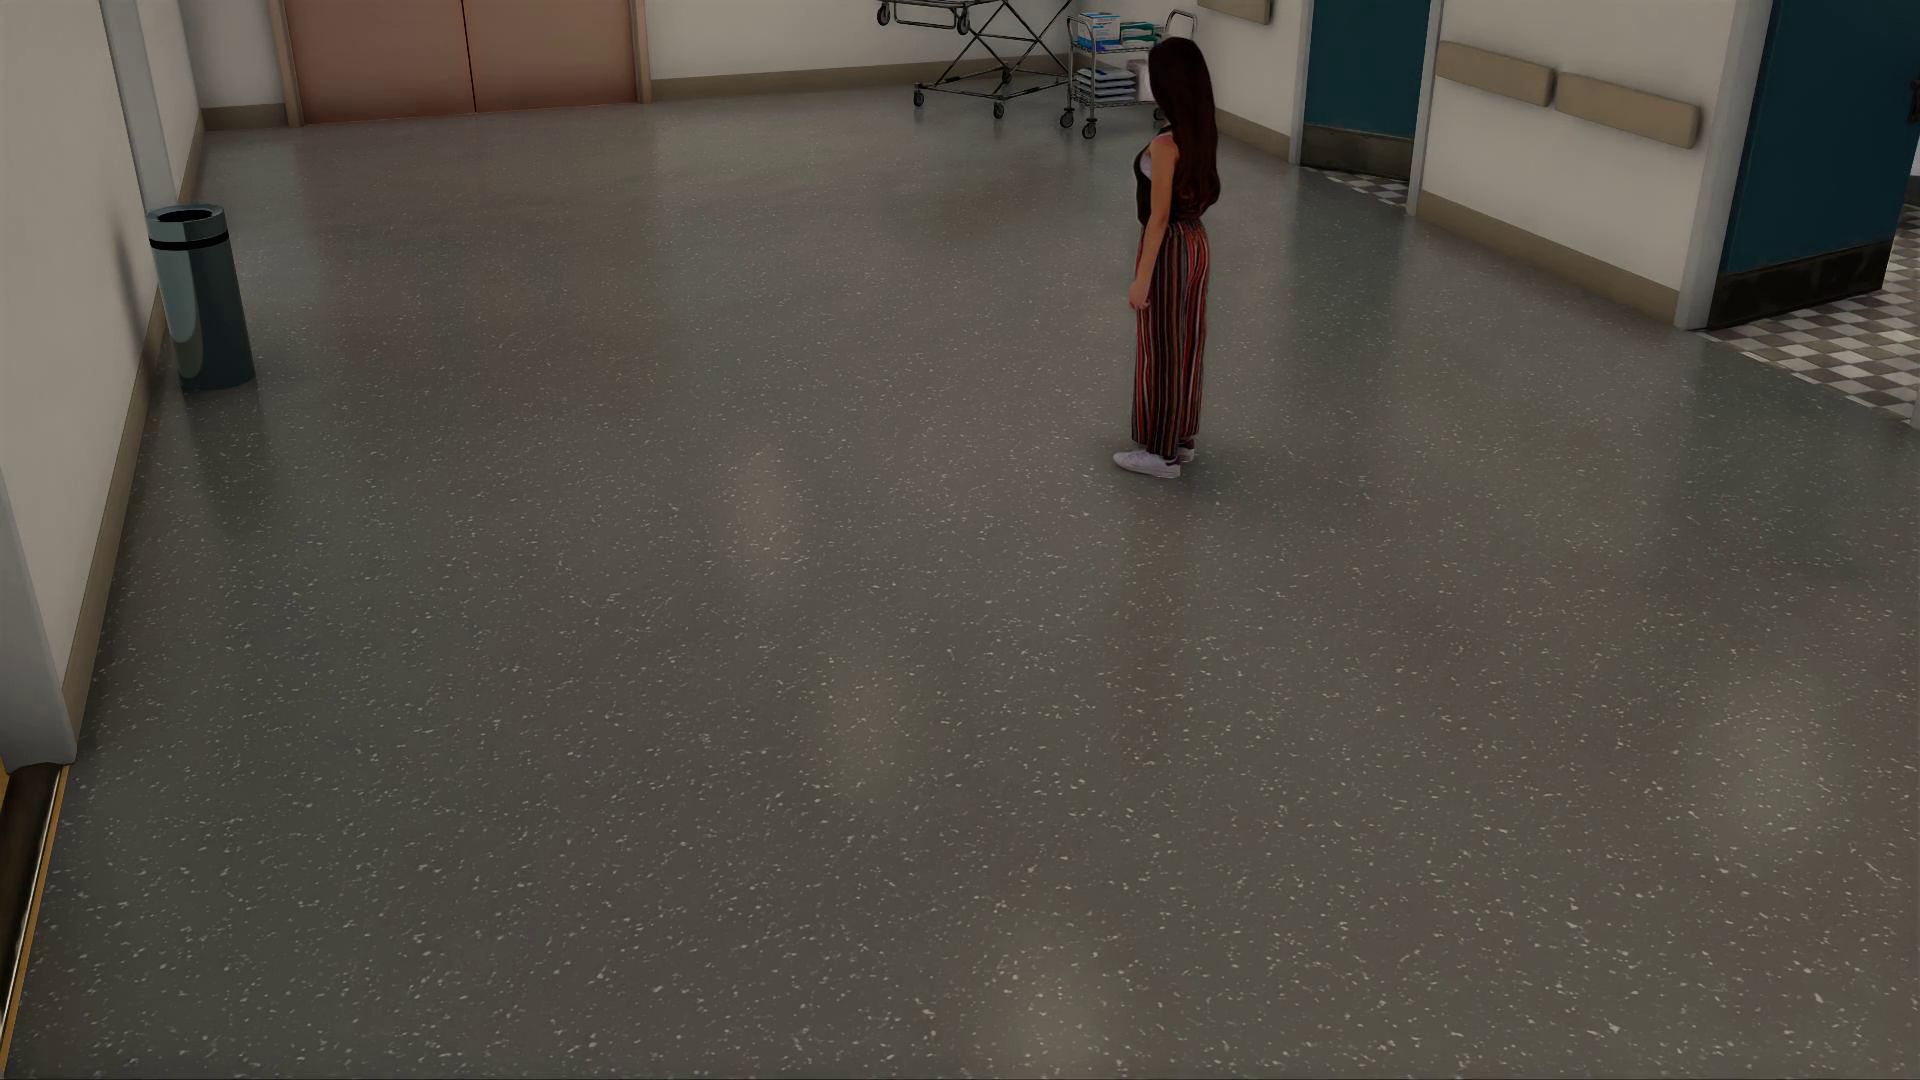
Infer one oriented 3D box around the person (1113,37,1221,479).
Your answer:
[{"bbox_3d":[0.755,-0.993,5.915,0.690,1.559,0.643,14,29,27],"label":"person"}]
